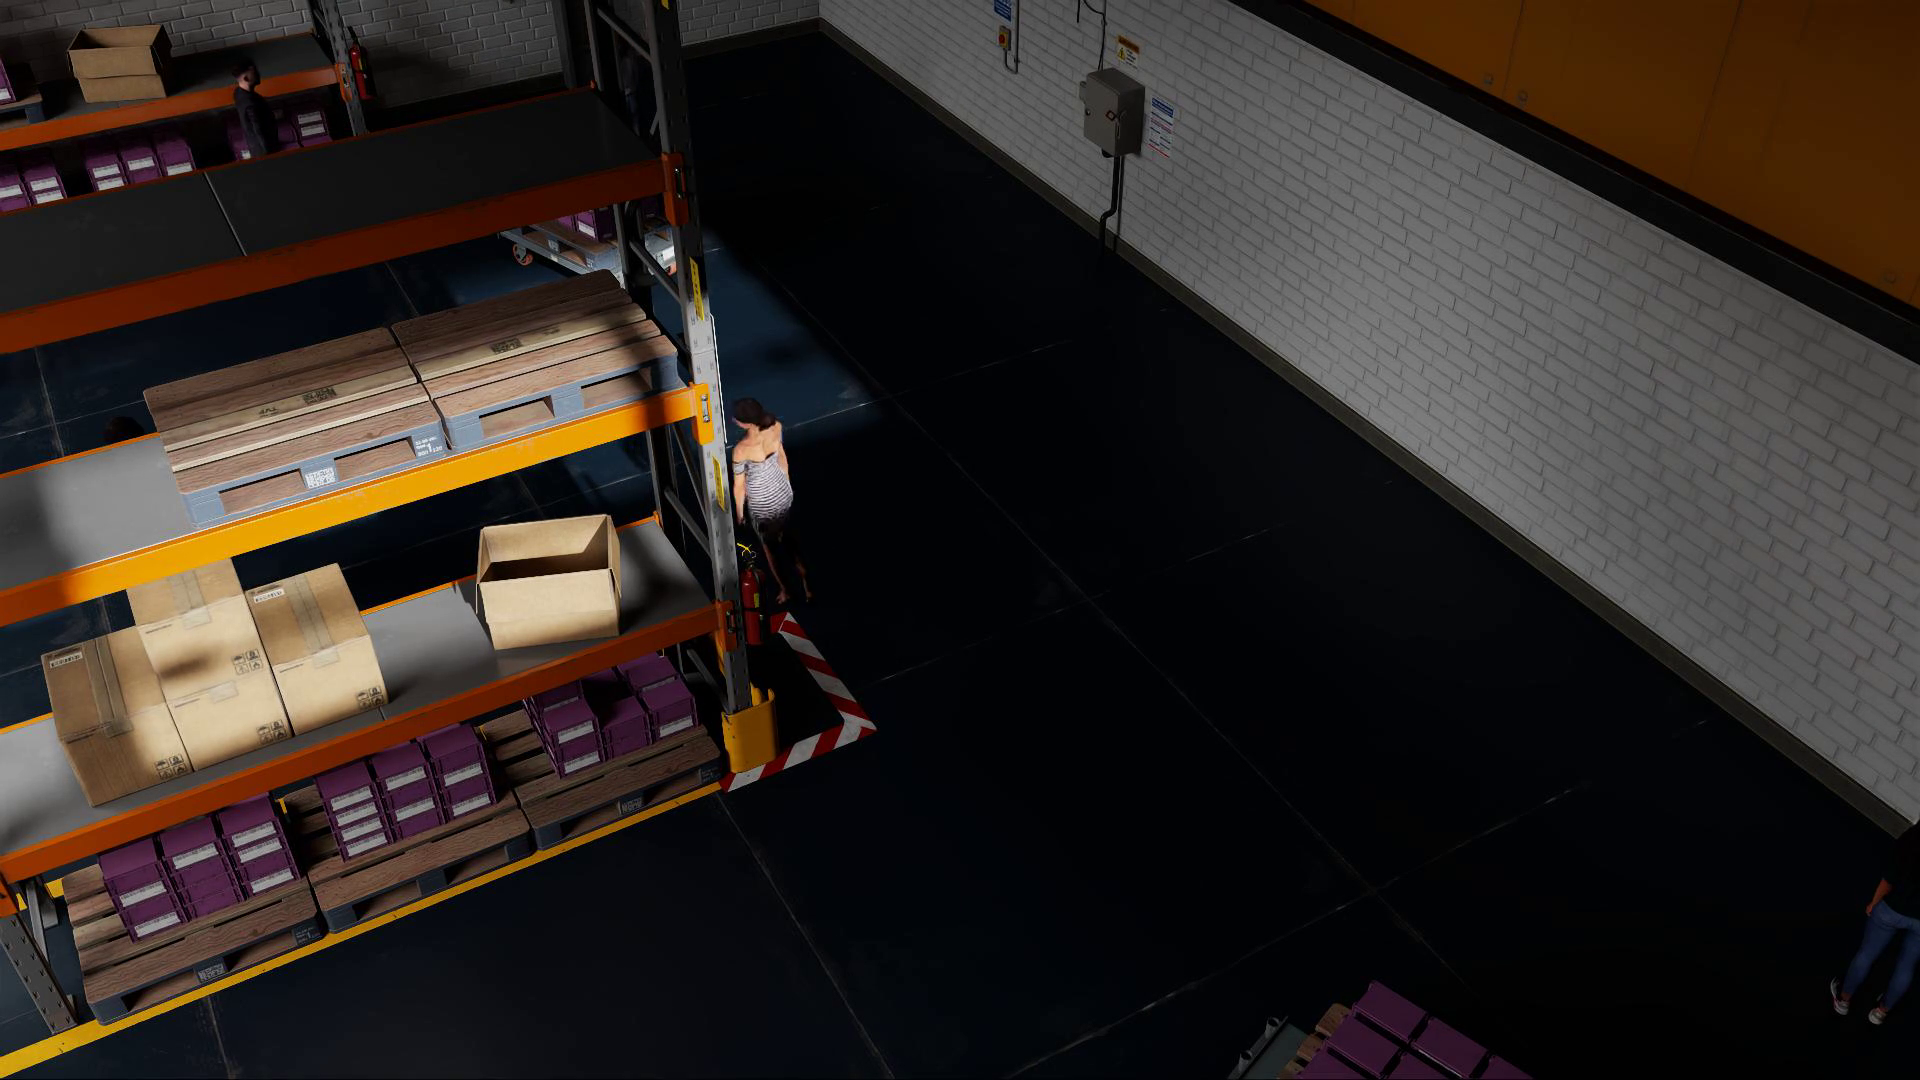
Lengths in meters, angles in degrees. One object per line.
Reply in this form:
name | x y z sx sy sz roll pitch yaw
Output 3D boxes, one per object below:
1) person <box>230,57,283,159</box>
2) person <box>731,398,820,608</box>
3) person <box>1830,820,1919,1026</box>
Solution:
person | -6.351 -3.455 15.052 0.971 1.819 0.676 -22 44 -25
person | -1.195 -0.182 10.967 0.755 1.801 0.819 -31 48 -33
person | 4.873 1.897 8.512 0.711 1.617 0.749 18 42 21
